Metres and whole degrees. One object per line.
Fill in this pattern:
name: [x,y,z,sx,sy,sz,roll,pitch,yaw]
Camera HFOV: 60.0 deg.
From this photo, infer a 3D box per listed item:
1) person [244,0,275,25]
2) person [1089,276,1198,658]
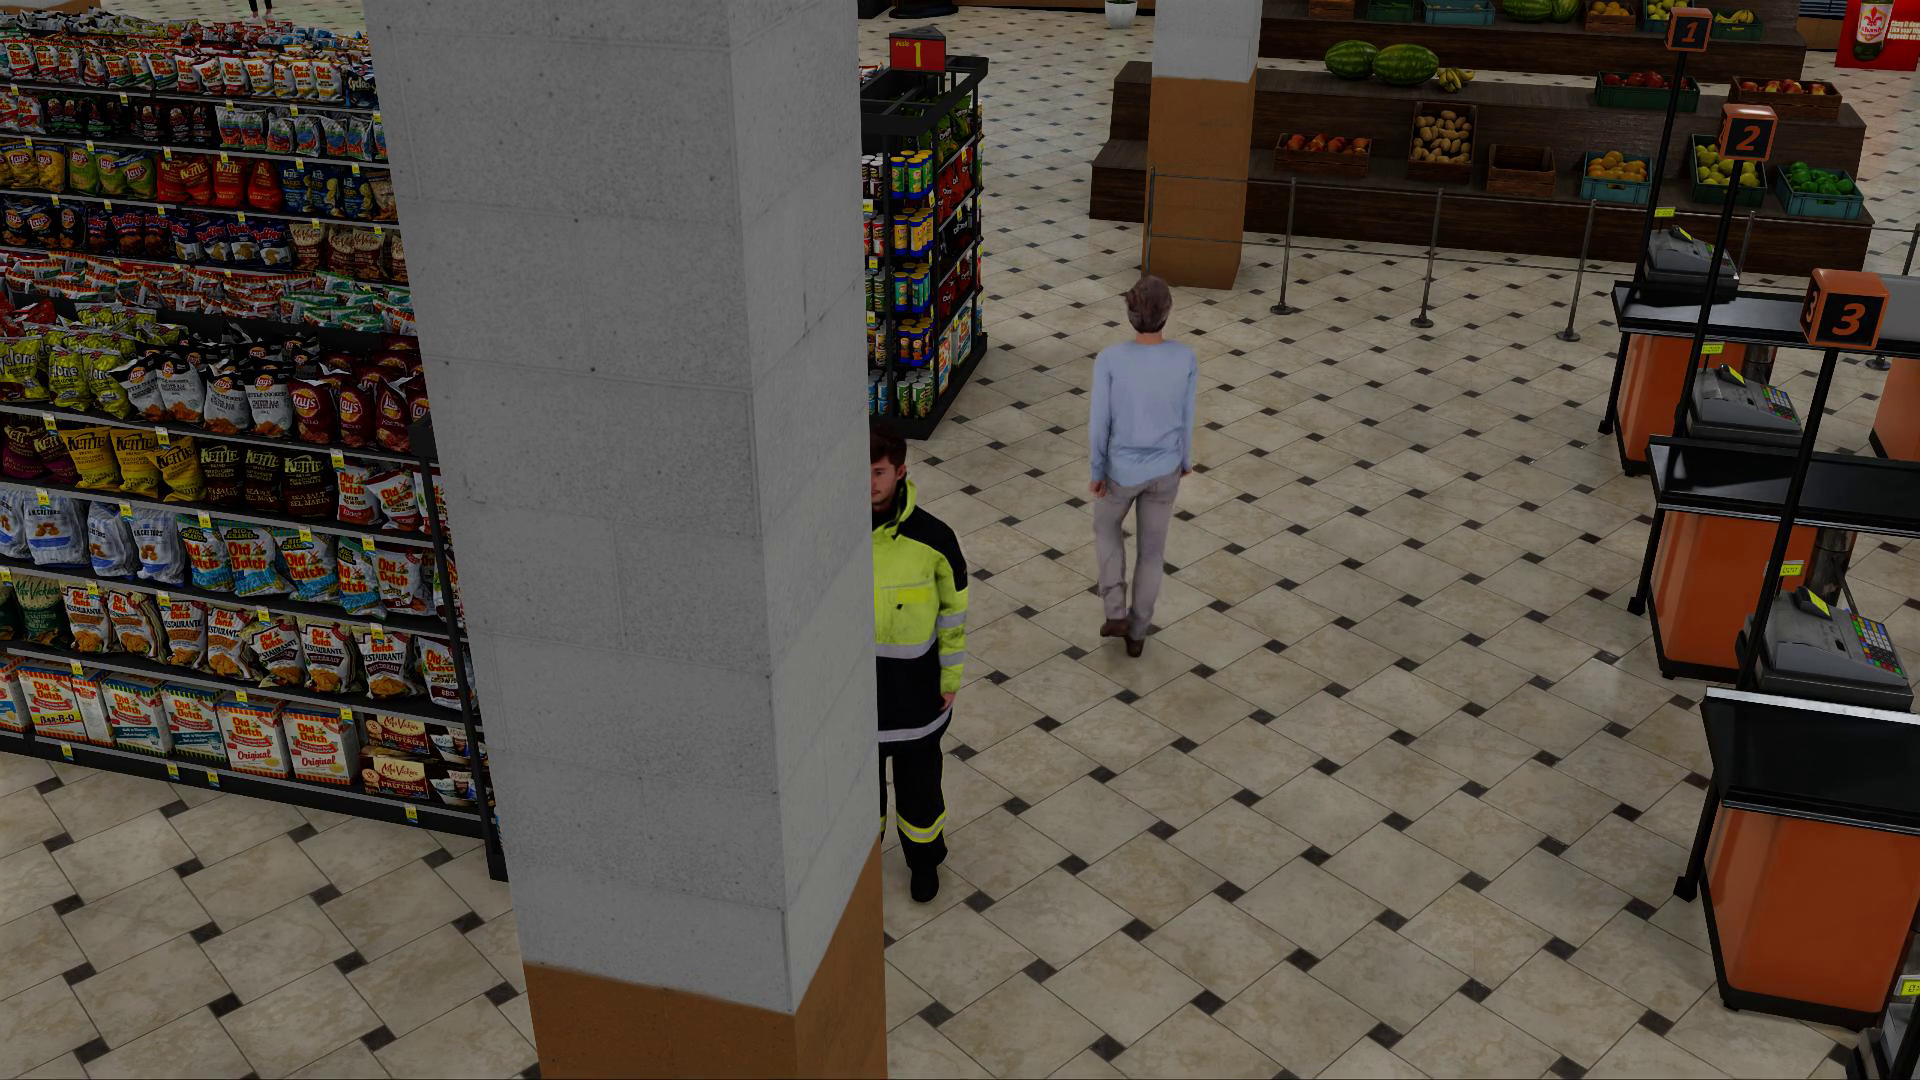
person: [-8.916,-7.359,20.814,0.612,1.704,0.665,18,33,30]
person: [0.842,-0.271,7.649,0.720,1.878,0.808,0,29,-1]
